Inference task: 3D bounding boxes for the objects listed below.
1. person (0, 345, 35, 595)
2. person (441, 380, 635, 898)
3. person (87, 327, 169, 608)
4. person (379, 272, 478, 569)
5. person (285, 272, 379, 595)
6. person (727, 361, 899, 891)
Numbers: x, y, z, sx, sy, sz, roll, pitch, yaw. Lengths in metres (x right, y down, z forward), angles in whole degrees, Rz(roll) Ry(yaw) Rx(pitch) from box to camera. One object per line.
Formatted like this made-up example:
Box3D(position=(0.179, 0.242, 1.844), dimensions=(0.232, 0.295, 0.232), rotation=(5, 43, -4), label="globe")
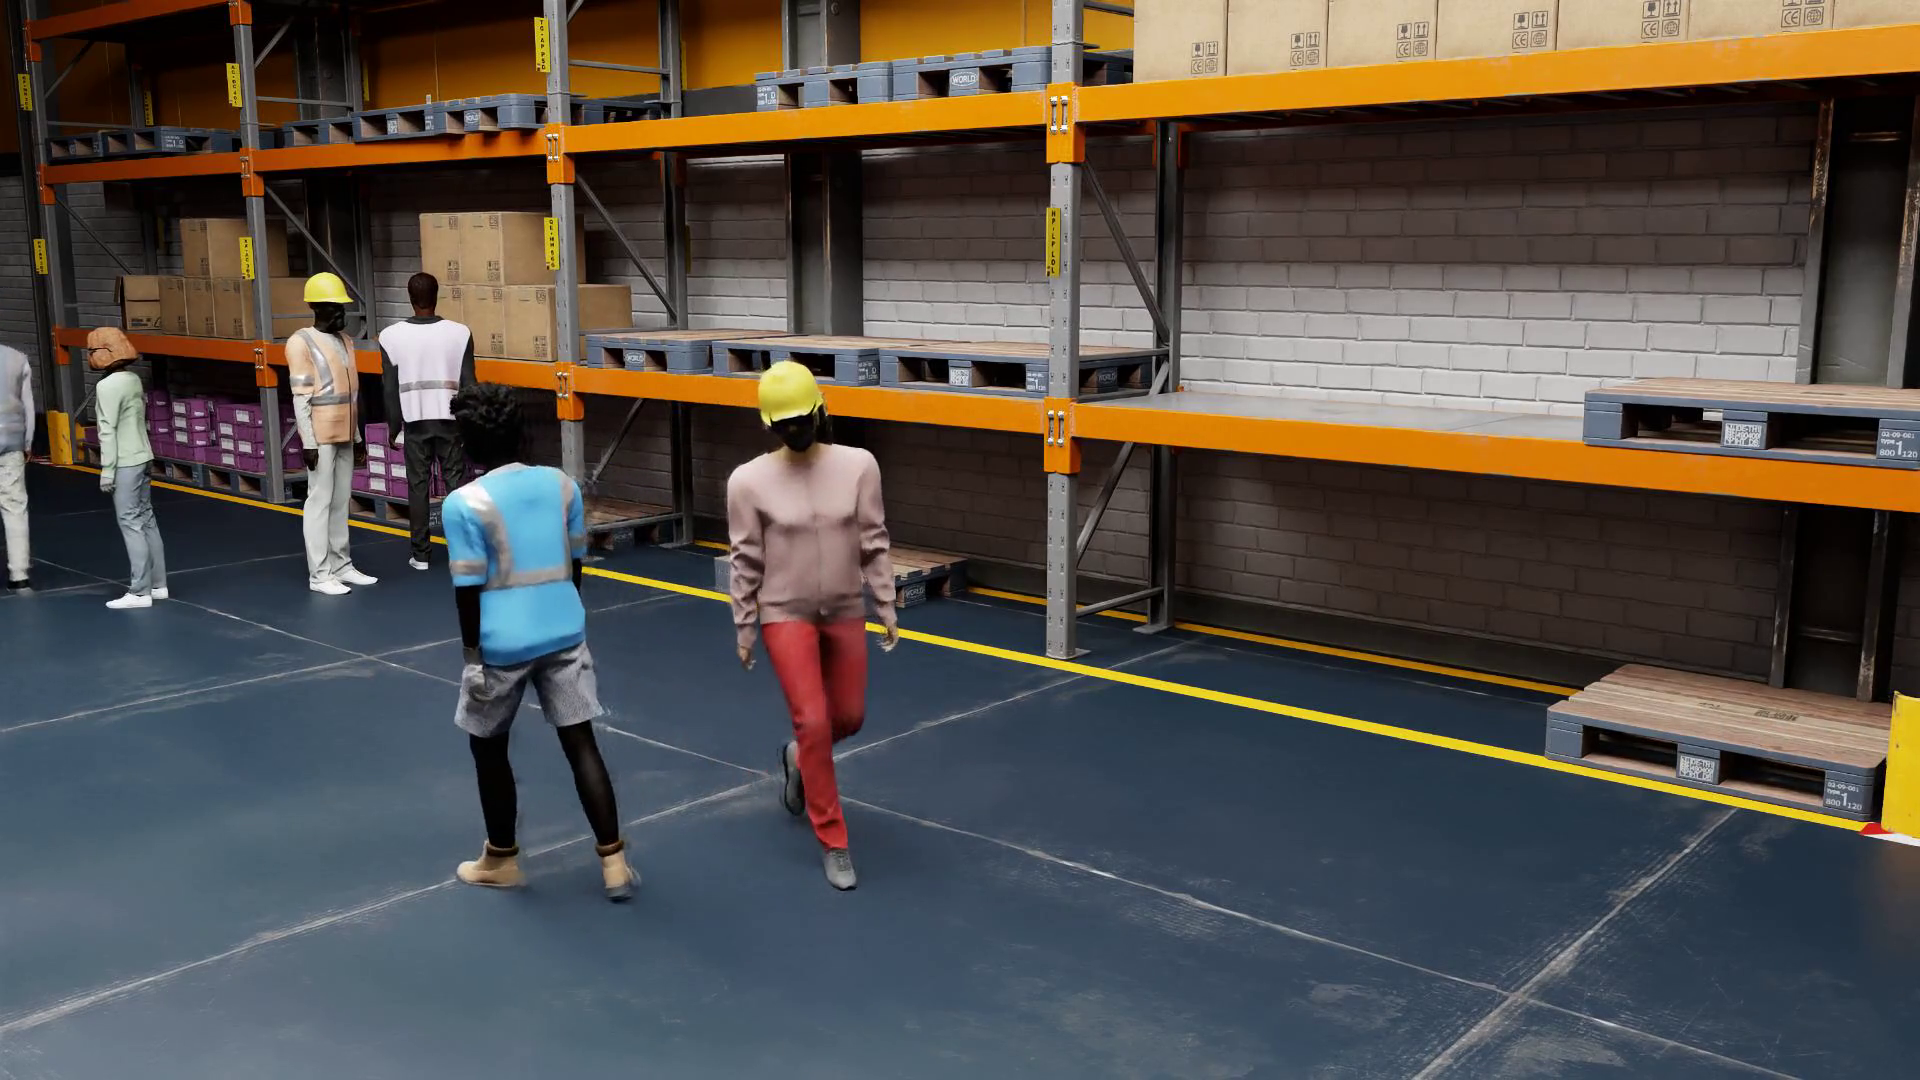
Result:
Box3D(position=(-5.924, -0.573, 10.091), dimensions=(0.596, 1.780, 0.902), rotation=(-9, 13, -42), label="person")
Box3D(position=(-1.336, 0.331, 5.276), dimensions=(0.613, 1.666, 0.549), rotation=(8, 13, 38), label="person")
Box3D(position=(-4.845, -0.420, 9.658), dimensions=(0.289, 1.623, 0.494), rotation=(-1, 10, -8), label="person")
Box3D(position=(-3.417, -0.760, 10.764), dimensions=(0.593, 1.918, 0.391), rotation=(-3, 11, -18), label="person")
Box3D(position=(-3.796, -0.642, 10.057), dimensions=(0.368, 1.928, 0.585), rotation=(2, 10, 10), label="person")
Box3D(position=(-0.511, 0.246, 5.578), dimensions=(0.559, 1.718, 0.696), rotation=(-4, 11, -23), label="person")
